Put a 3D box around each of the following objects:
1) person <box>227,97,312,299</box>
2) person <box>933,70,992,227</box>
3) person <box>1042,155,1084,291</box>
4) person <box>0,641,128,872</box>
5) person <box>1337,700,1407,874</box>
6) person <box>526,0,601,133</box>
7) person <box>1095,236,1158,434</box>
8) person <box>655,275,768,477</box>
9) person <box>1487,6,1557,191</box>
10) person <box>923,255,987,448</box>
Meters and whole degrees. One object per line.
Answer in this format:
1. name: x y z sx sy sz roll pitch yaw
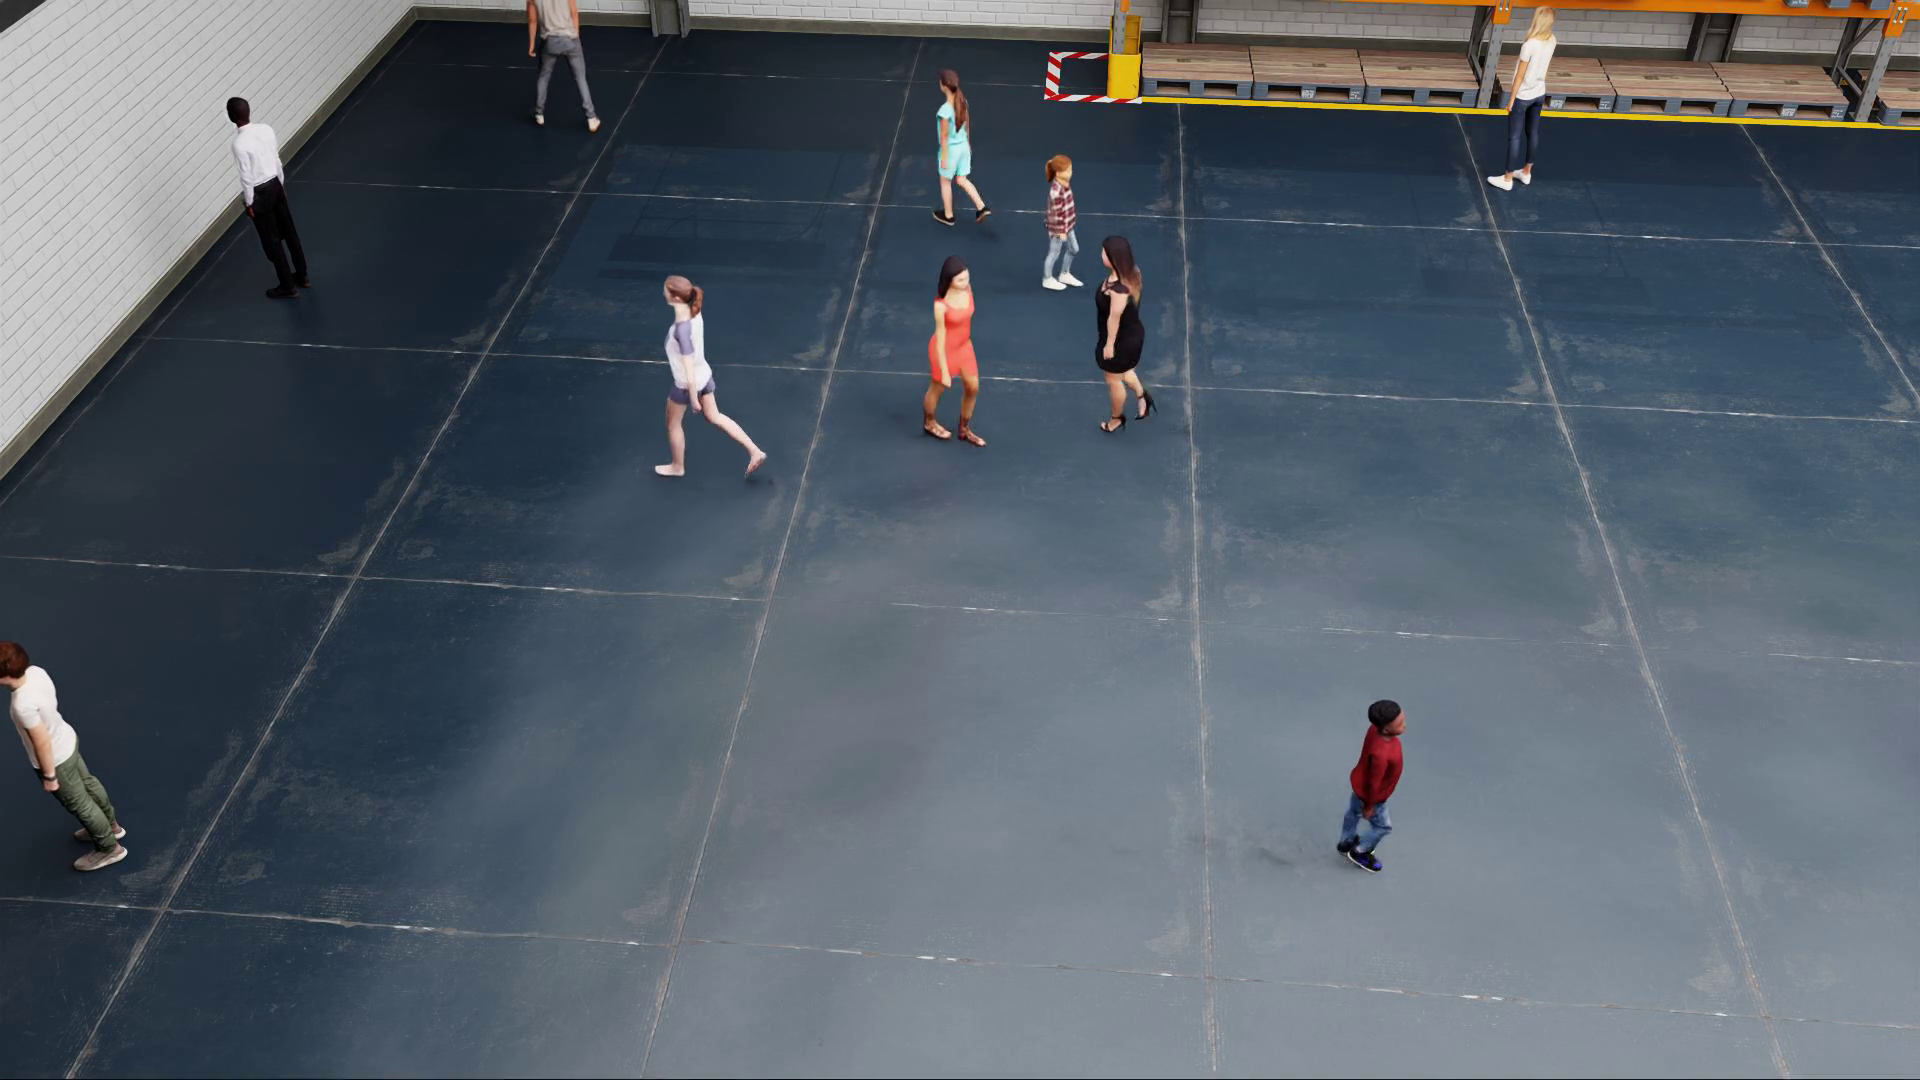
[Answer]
1. person: -6.058 -2.993 14.526 0.620 1.836 0.692 12 40 15
2. person: -0.001 -3.608 15.534 0.959 1.541 0.854 29 47 31
3. person: 0.821 -2.808 14.728 0.678 1.295 0.621 16 41 19
4. person: -5.117 1.207 9.414 0.656 1.653 0.660 -12 40 -14
5. person: 2.294 1.391 9.508 0.489 1.248 0.517 5 39 6
6. person: -4.196 -5.151 17.220 0.835 1.848 1.046 -4 39 -6
7. person: 1.326 -1.534 12.812 0.817 1.695 0.758 8 39 10
8. person: -1.890 -1.151 12.303 1.123 1.732 0.643 8 39 10
9. person: 5.543 -4.301 16.188 0.623 1.807 0.709 -22 44 -25
10. person: -0.118 -1.458 12.724 0.923 1.688 0.834 25 45 28
